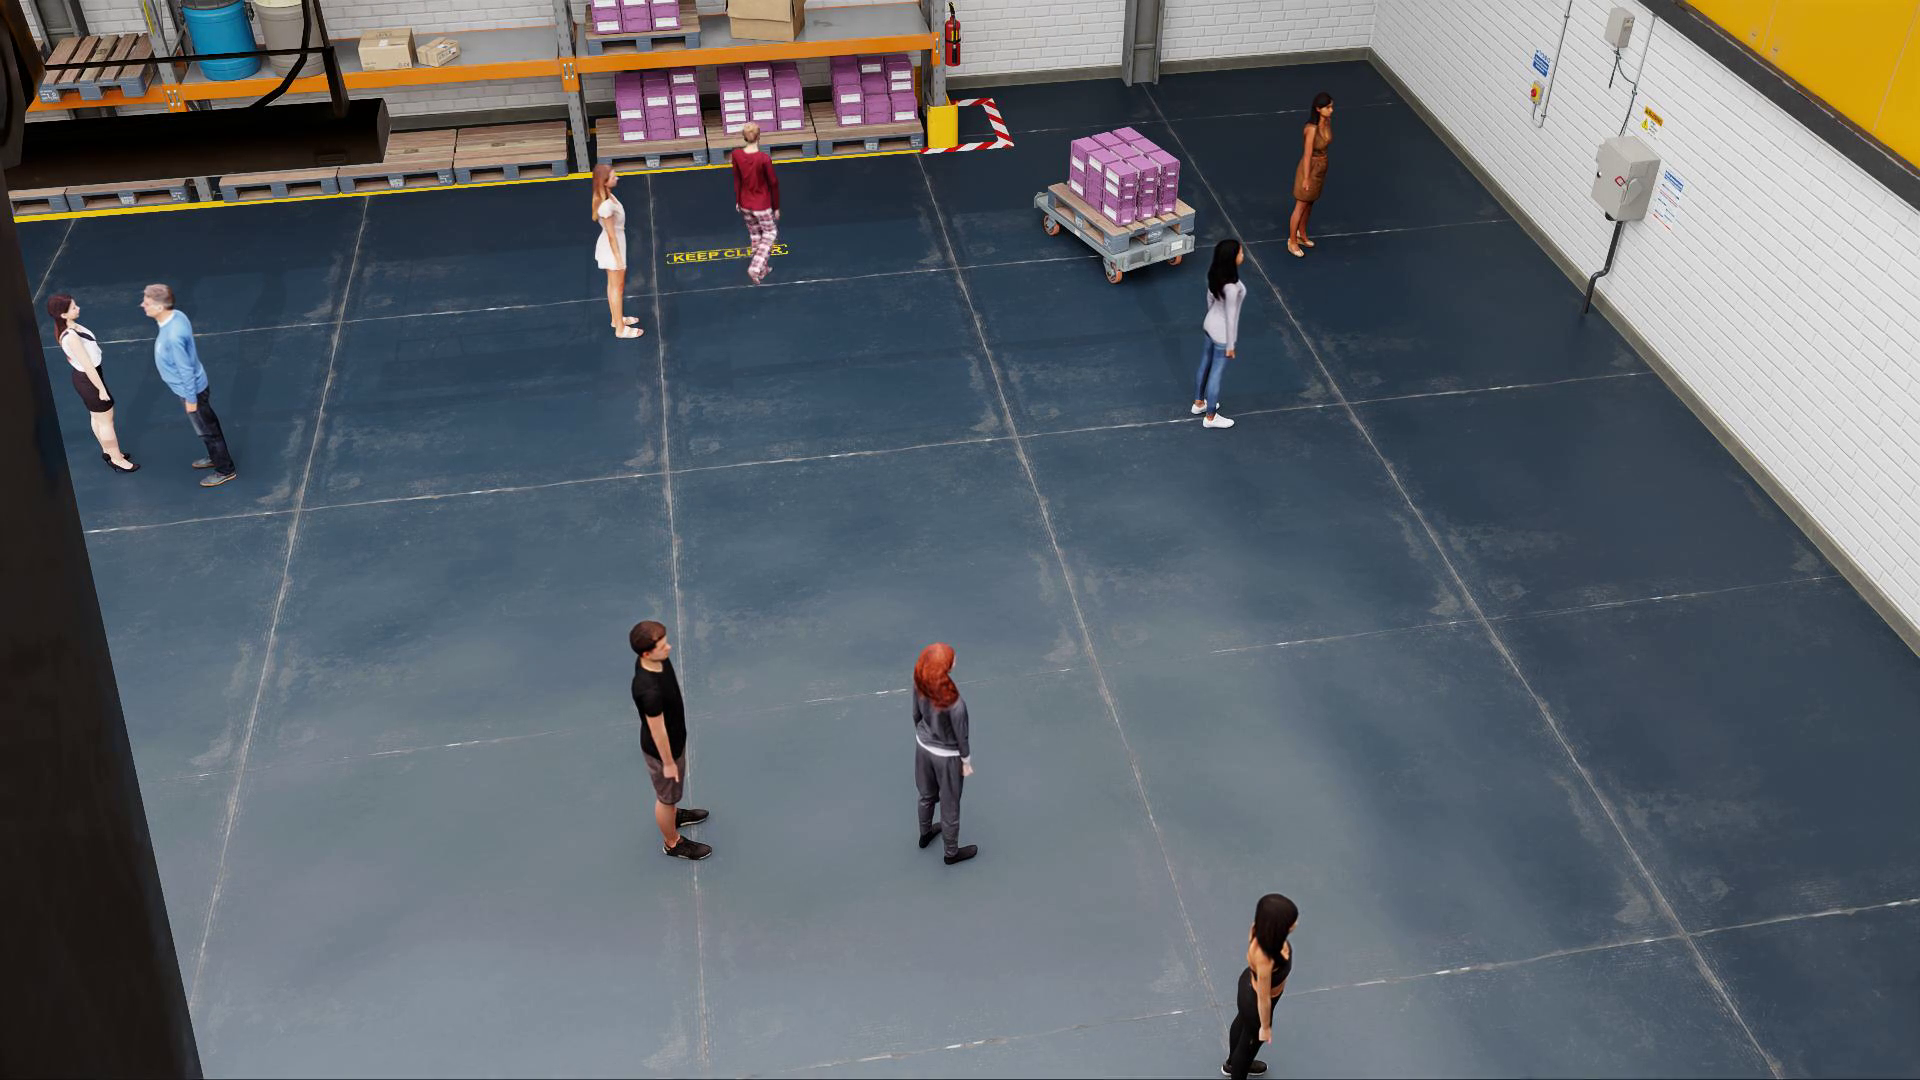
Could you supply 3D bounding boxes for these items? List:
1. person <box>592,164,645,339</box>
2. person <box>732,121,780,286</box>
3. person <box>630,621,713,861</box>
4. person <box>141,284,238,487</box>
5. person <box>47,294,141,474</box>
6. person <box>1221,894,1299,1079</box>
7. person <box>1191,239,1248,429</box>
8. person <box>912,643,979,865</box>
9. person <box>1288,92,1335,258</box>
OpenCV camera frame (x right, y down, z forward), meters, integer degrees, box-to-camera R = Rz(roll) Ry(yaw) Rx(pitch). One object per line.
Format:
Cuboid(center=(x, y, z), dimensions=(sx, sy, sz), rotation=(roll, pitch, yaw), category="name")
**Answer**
Cuboid(center=(-3.201, -2.670, 15.296), dimensions=(0.573, 1.696, 0.583), rotation=(-10, 40, -12), category="person")
Cuboid(center=(-1.978, -3.196, 15.963), dimensions=(0.871, 1.686, 0.895), rotation=(12, 40, 14), category="person")
Cuboid(center=(-1.841, 1.212, 10.303), dimensions=(0.566, 1.862, 0.680), rotation=(-5, 39, -6), category="person")
Cuboid(center=(-6.235, -1.281, 13.457), dimensions=(0.672, 1.820, 0.715), rotation=(-17, 42, -21), category="person")
Cuboid(center=(-7.100, -1.279, 13.593), dimensions=(0.650, 1.649, 0.636), rotation=(-27, 46, -30), category="person")
Cuboid(center=(1.592, 2.452, 8.924), dimensions=(0.571, 1.644, 0.602), rotation=(4, 39, 5), category="person")
Cuboid(center=(2.198, -1.767, 14.135), dimensions=(0.540, 1.734, 0.614), rotation=(-10, 40, -12), category="person")
Cuboid(center=(-0.119, 1.309, 10.247), dimensions=(0.651, 1.780, 0.679), rotation=(31, 48, 33), category="person")
Cuboid(center=(3.496, -3.646, 16.524), dimensions=(0.701, 1.689, 0.638), rotation=(24, 45, 27), category="person")
